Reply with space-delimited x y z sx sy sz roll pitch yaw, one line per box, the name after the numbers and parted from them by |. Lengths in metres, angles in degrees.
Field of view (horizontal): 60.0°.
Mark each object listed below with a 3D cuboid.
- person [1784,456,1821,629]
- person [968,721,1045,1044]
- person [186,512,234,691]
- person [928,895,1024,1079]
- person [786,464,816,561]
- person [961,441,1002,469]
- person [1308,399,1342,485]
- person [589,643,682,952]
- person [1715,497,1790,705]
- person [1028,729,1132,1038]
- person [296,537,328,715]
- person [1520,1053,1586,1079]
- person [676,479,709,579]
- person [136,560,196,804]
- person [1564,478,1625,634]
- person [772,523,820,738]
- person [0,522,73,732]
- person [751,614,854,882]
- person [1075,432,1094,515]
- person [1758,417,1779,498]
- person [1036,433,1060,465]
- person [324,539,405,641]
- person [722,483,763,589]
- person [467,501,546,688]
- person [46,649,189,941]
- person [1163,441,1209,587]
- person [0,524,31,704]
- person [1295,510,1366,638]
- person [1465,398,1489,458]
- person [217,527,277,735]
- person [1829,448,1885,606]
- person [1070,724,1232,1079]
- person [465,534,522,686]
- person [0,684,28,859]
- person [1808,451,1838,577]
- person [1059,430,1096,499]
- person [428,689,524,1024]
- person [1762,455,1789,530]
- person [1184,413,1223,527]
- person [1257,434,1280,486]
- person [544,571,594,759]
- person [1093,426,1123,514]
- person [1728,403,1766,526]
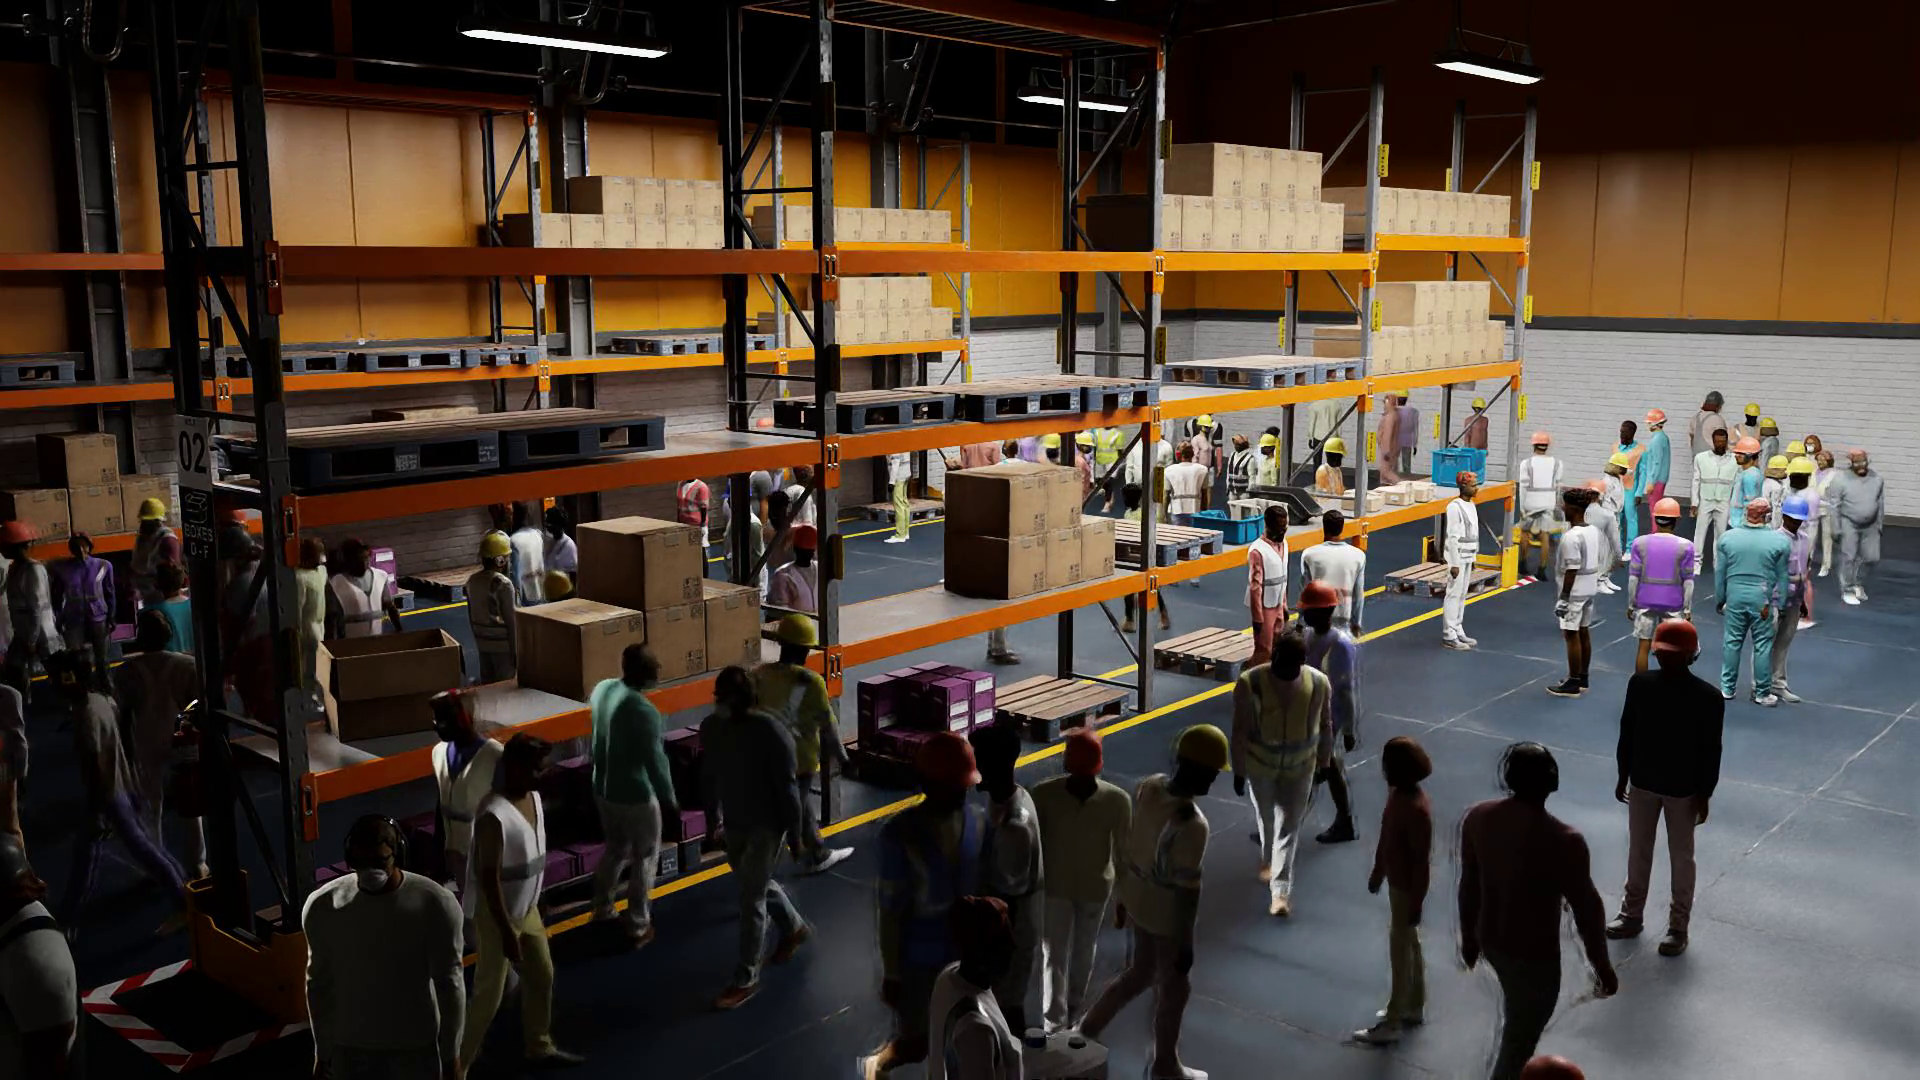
9.289 0.032 18.460 0.382 1.933 0.591 1 10 5 | person
0.207 1.803 7.798 0.376 1.949 0.611 0 10 -2 | person
-7.046 0.530 15.777 0.432 1.829 0.687 0 10 1 | person
0.063 2.159 5.869 0.356 1.883 0.573 -2 10 -11 | person
-1.764 0.041 18.550 0.364 1.879 0.579 -4 10 -22 | person
0.314 -0.786 23.130 0.608 1.990 0.385 5 11 25 | person
6.401 -1.802 29.206 0.616 1.986 0.399 -1 10 -8 | person
-1.939 1.506 9.770 0.414 1.889 0.662 -9 13 -44 | person
7.315 0.557 15.355 0.643 1.910 0.400 8 13 41 | person
0.602 1.803 8.524 0.572 1.696 0.900 0 10 1 | person
-5.791 0.774 14.944 0.429 1.617 0.506 0 10 2 | person
1.744 2.367 5.017 0.566 1.748 0.337 0 10 2 | person
-3.293 -0.184 20.430 0.535 1.691 0.317 8 12 39 | person
-5.837 1.071 12.470 0.392 1.846 0.564 8 12 40 | person
6.947 0.181 18.196 0.861 1.705 0.577 -6 11 -33 | person
-1.282 0.810 13.767 0.547 1.934 0.376 -9 13 -43 | person
-7.922 0.777 14.134 0.561 1.885 1.018 7 12 34 | person
-1.033 1.382 10.629 0.584 1.853 1.050 8 13 40 | person
1.653 -0.580 22.572 0.328 1.765 0.528 0 10 1 | person
12.118 -0.977 25.024 0.321 1.738 0.484 9 13 43 | person
1.235 -0.499 21.730 0.586 1.881 0.597 7 12 36 | person
-4.853 0.888 13.710 0.927 1.797 0.590 5 11 27 | person
-2.144 0.362 16.401 0.387 1.948 0.602 -6 11 -31 | person
-4.125 0.554 15.546 0.985 1.849 0.621 2 10 14 | person
-5.106 1.531 9.900 1.017 1.796 0.618 -5 11 -29 | person
2.813 -0.312 20.764 0.561 1.836 0.395 0 10 0 | person
-8.717 0.685 15.126 0.324 1.729 0.492 -1 10 -7 | person
3.255 0.686 14.608 0.597 1.907 0.409 -2 10 -11 | person
8.815 -1.538 28.333 0.543 1.767 0.354 -6 11 -31 | person
-5.696 0.824 13.364 0.540 2.000 0.726 -2 10 -14 | person
10.617 -0.154 19.666 0.678 1.884 0.420 0 10 -1 | person
0.919 1.797 8.026 0.728 1.880 0.652 -3 10 -19 | person
-3.812 0.858 13.774 0.590 1.836 0.404 7 12 38 | person
-6.122 1.474 10.380 0.555 1.743 0.344 -3 10 -19 | person
11.143 -0.344 21.531 0.314 1.641 0.515 -6 11 -32 | person
1.670 -0.866 23.445 0.612 2.041 0.394 -6 11 -33 | person
-2.574 1.686 8.864 0.607 1.818 0.459 6 11 33 | person
9.841 -0.158 20.116 0.297 1.744 0.487 2 10 9 | person
3.712 -1.178 25.365 0.611 2.030 0.409 4 10 23 | person
4.156 -0.559 22.473 0.332 1.760 0.525 -1 10 -8 | person
-2.969 1.085 12.708 0.587 1.727 0.503 0 10 -1 | person
2.416 -1.292 27.057 0.541 1.681 0.589 5 11 29 | person
12.113 -1.158 25.574 0.593 1.918 0.399 1 10 7 | person
